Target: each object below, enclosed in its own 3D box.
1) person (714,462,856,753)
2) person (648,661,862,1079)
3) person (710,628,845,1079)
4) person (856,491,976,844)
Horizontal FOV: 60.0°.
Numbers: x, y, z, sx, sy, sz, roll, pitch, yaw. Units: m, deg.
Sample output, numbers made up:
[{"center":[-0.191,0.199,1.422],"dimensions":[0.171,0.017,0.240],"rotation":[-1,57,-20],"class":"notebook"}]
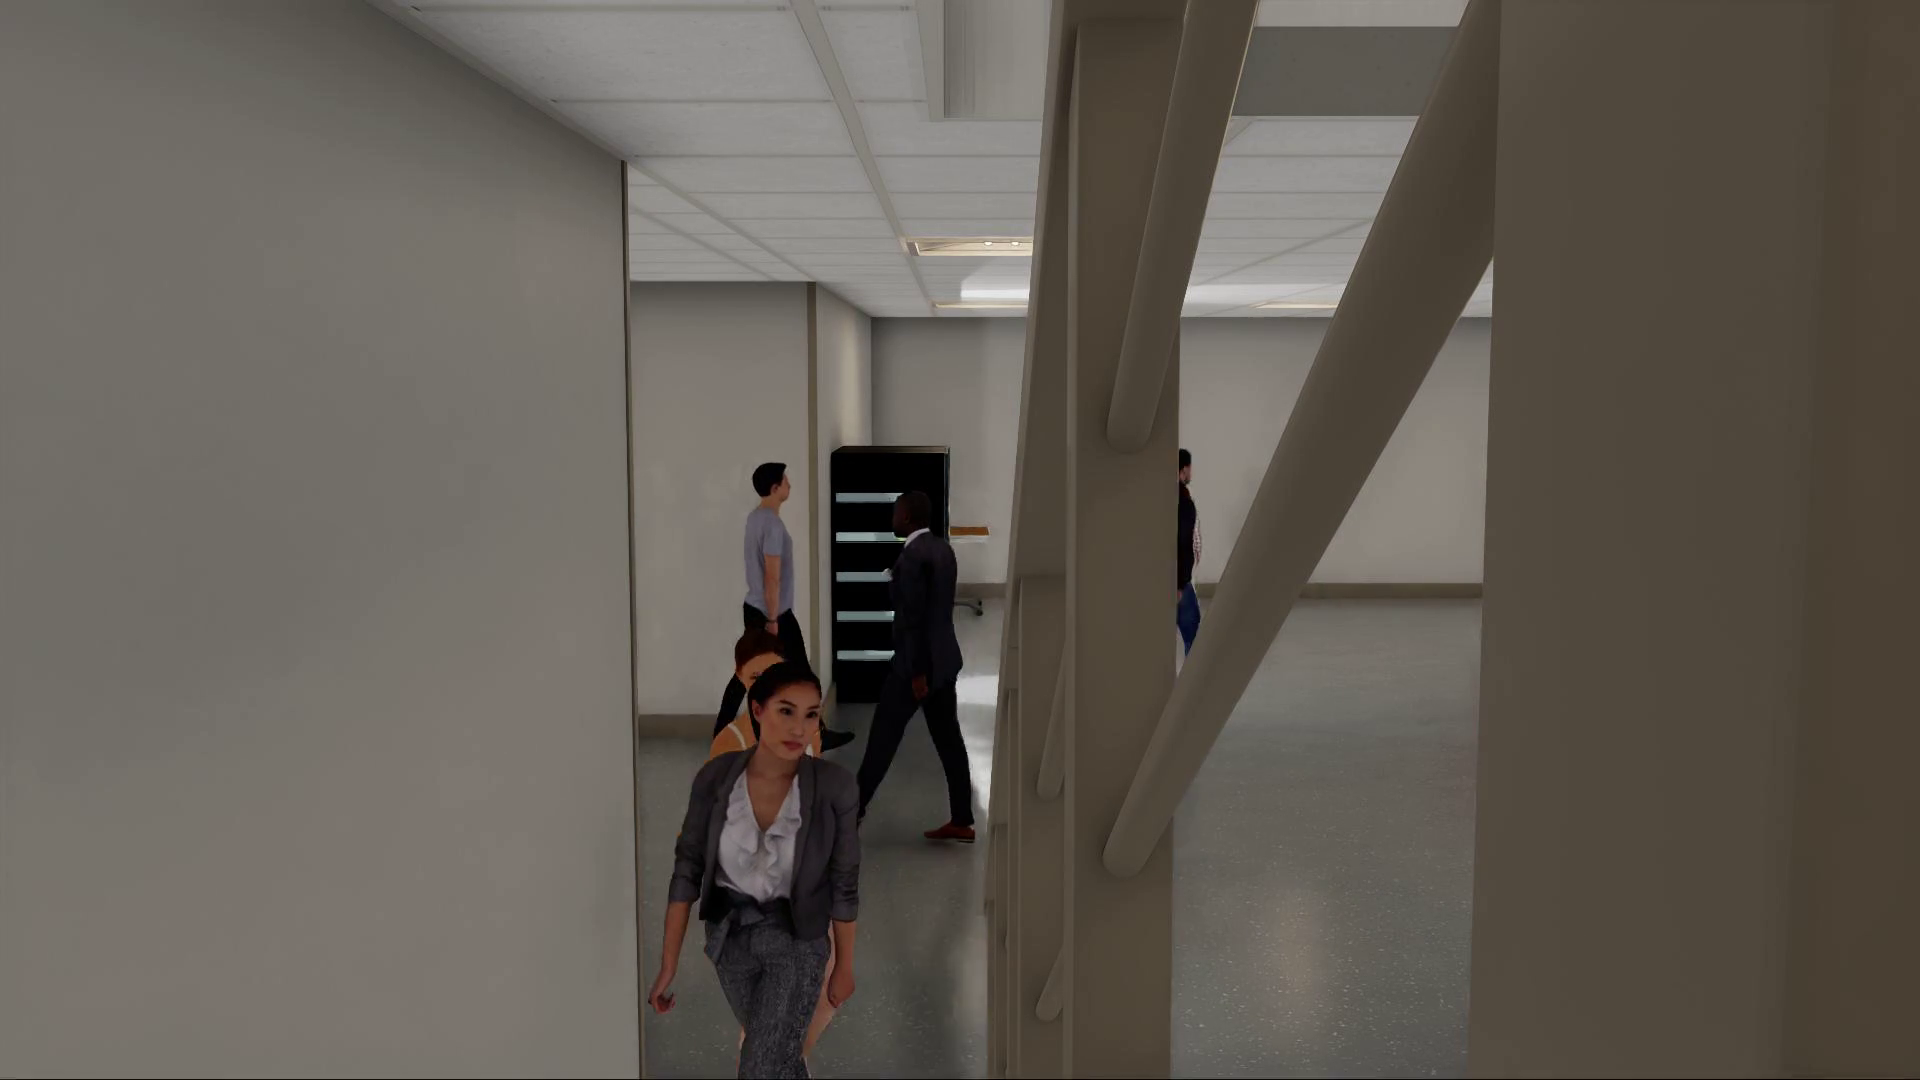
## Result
[{"center":[-1.257,0.475,10.191],"dimensions":[1.088,1.819,1.202],"rotation":[-3,6,-26],"class":"person"},{"center":[-0.484,1.154,4.506],"dimensions":[0.868,1.608,1.204],"rotation":[2,6,18],"class":"person"},{"center":[-0.618,1.075,5.176],"dimensions":[0.686,1.630,0.729],"rotation":[-5,8,-43],"class":"person"},{"center":[-0.101,0.672,8.398],"dimensions":[1.066,1.787,1.164],"rotation":[3,6,23],"class":"person"}]
